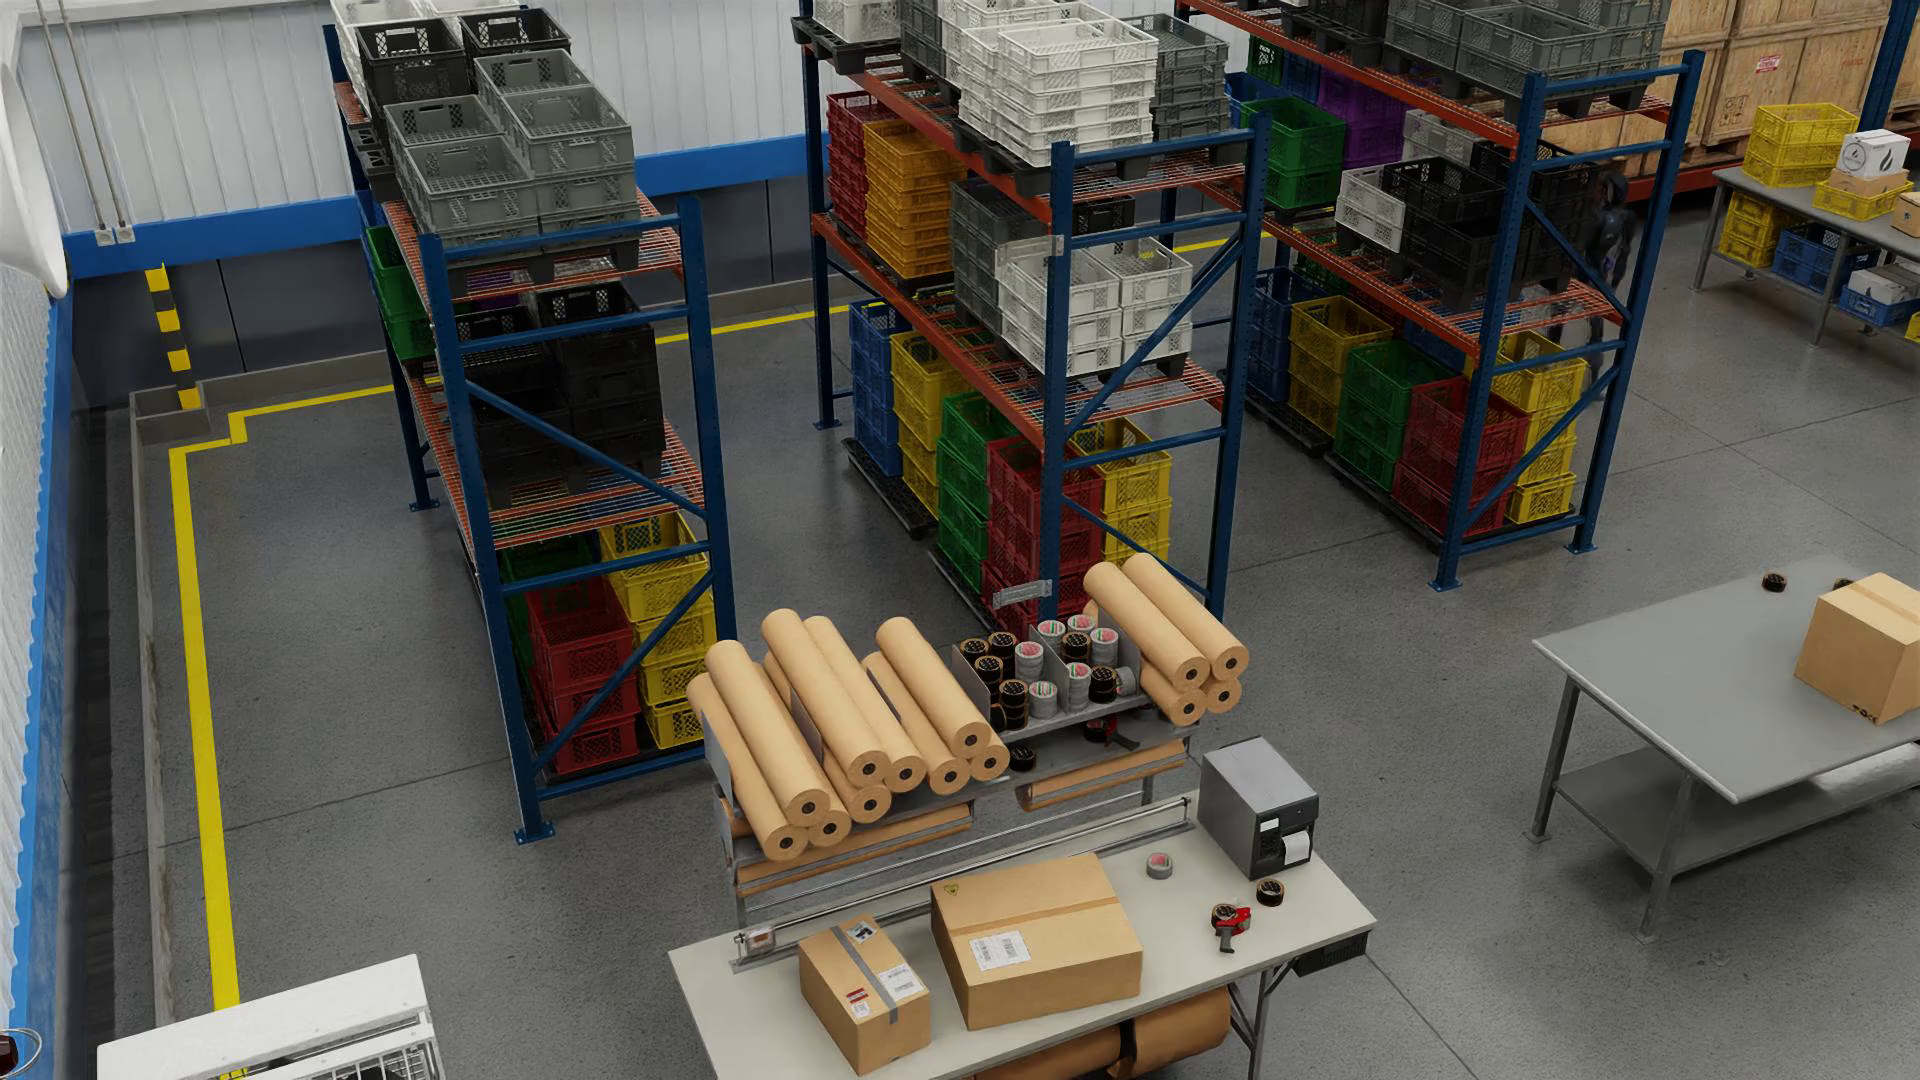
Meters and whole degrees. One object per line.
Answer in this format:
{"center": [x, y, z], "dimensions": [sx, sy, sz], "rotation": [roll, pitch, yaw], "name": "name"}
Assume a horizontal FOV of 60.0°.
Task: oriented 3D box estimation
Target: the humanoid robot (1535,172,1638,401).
{"center": [4.338, -1.764, 11.538], "dimensions": [0.584, 1.618, 0.804], "rotation": [-3, 32, -4], "name": "humanoid robot"}
